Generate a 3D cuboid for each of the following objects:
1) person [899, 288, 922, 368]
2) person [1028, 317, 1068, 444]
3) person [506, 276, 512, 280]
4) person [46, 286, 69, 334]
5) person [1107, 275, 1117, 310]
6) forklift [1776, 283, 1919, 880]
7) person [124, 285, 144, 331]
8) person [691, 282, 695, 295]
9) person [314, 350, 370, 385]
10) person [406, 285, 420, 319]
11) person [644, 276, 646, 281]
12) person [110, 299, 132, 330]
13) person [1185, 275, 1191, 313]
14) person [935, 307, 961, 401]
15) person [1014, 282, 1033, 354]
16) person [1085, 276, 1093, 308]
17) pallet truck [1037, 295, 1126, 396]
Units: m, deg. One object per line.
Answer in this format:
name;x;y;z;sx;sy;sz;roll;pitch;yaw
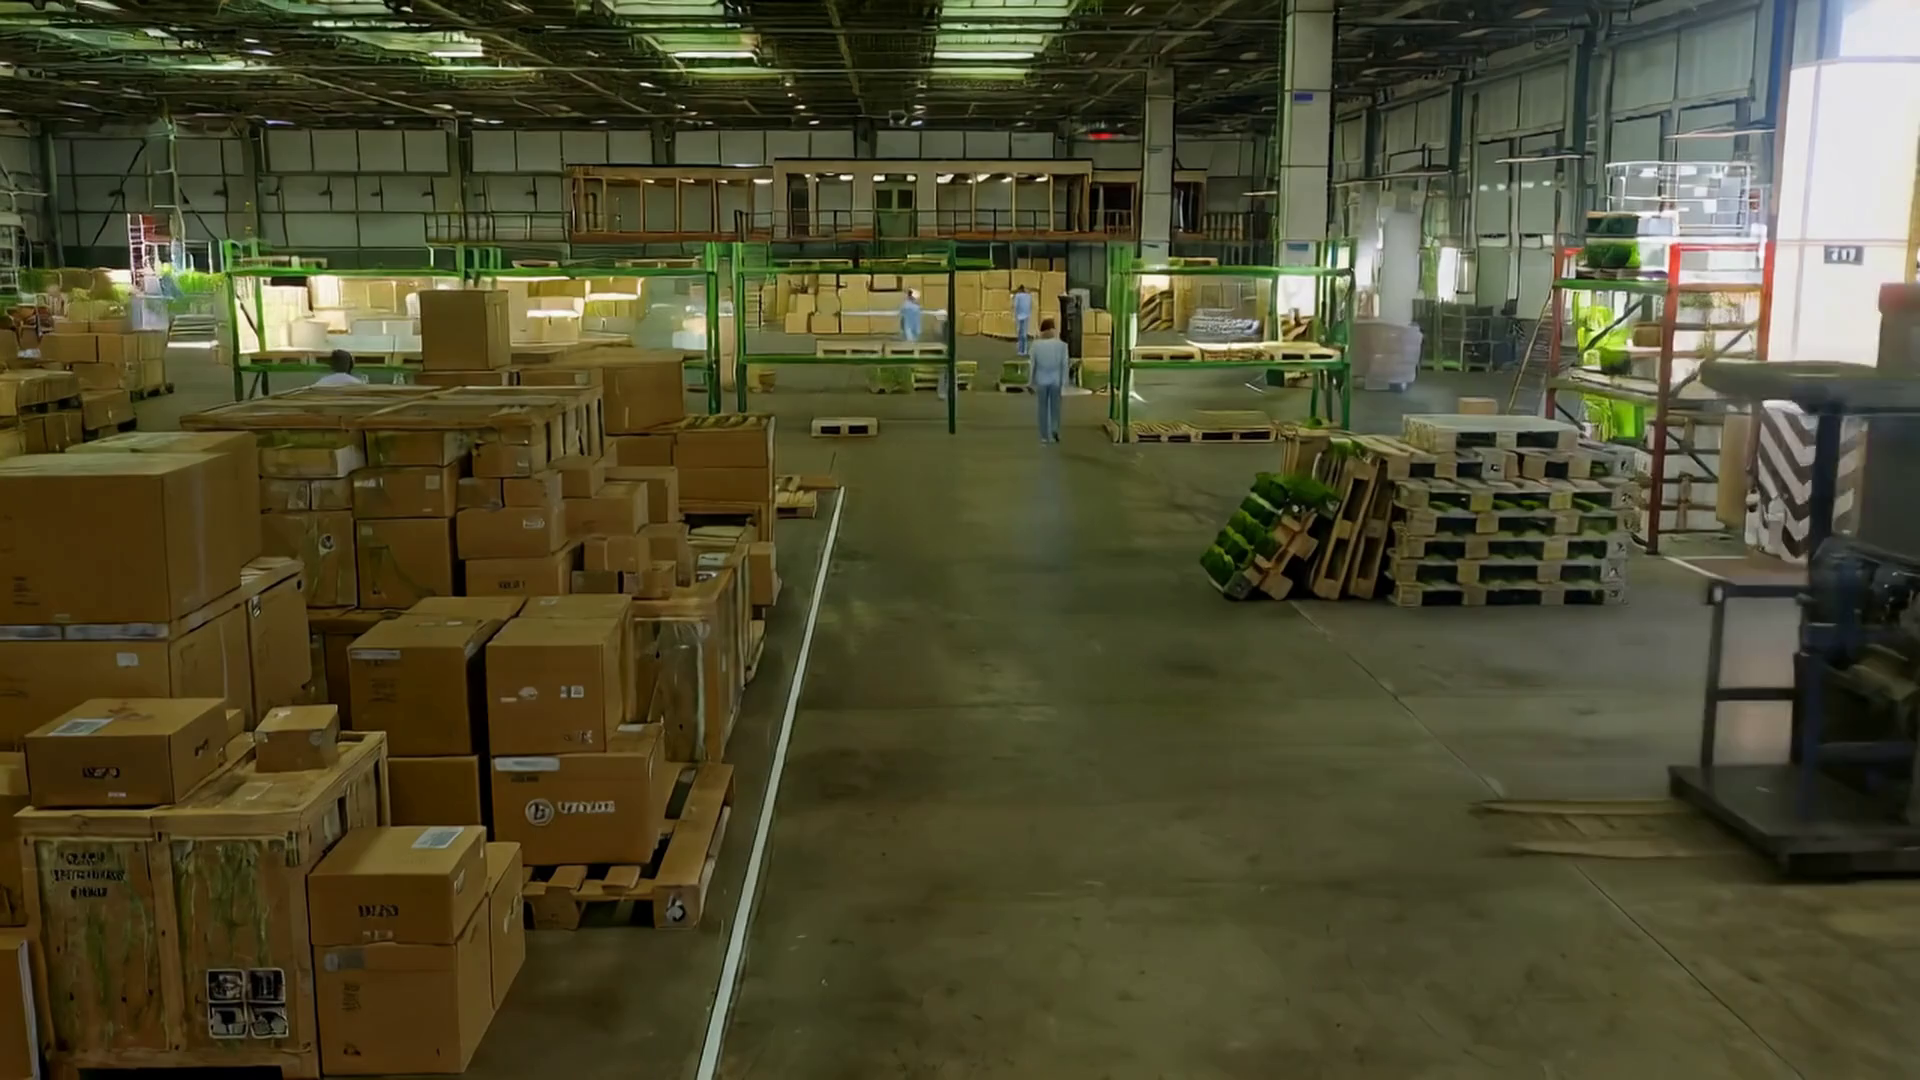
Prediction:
person;-1.242;-5.144;40.305;0.633;1.925;0.703;-9;13;-40
person;1.322;-2.402;25.071;0.587;1.912;0.417;0;10;-2
person;-17.551;-9.516;64.935;0.531;1.832;0.411;-6;12;-30
person;-23.455;-5.669;43.310;0.553;1.906;0.951;-2;10;-9
person;5.454;-8.459;58.918;0.593;1.869;0.594;6;12;30
forklift;4.824;0.144;8.177;1.873;2.768;1.129;0;10;-2
person;-21.804;-5.797;43.986;0.549;1.914;0.838;1;10;6
person;-8.411;-7.158;51.744;0.489;1.834;0.557;7;12;32
person;-6.569;-1.093;17.840;0.650;1.887;1.043;0;10;1
person;-16.676;-6.937;50.863;0.524;1.721;0.911;0;10;2
person;-11.312;-8.557;59.197;0.361;1.964;0.613;-5;11;-24
person;-17.382;-4.072;34.530;0.413;1.852;0.516;6;12;31
person;9.708;-10.720;71.162;0.382;1.994;0.623;1;10;8
person;-0.264;-3.529;31.632;0.515;1.813;0.690;-9;14;-42
person;1.699;-6.002;45.042;0.545;1.939;0.354;-7;12;-34
person;4.793;-8.958;62.056;0.294;1.744;0.486;7;12;33
pallet truck;2.483;-3.881;33.060;1.885;1.965;0.823;-7;13;-36
